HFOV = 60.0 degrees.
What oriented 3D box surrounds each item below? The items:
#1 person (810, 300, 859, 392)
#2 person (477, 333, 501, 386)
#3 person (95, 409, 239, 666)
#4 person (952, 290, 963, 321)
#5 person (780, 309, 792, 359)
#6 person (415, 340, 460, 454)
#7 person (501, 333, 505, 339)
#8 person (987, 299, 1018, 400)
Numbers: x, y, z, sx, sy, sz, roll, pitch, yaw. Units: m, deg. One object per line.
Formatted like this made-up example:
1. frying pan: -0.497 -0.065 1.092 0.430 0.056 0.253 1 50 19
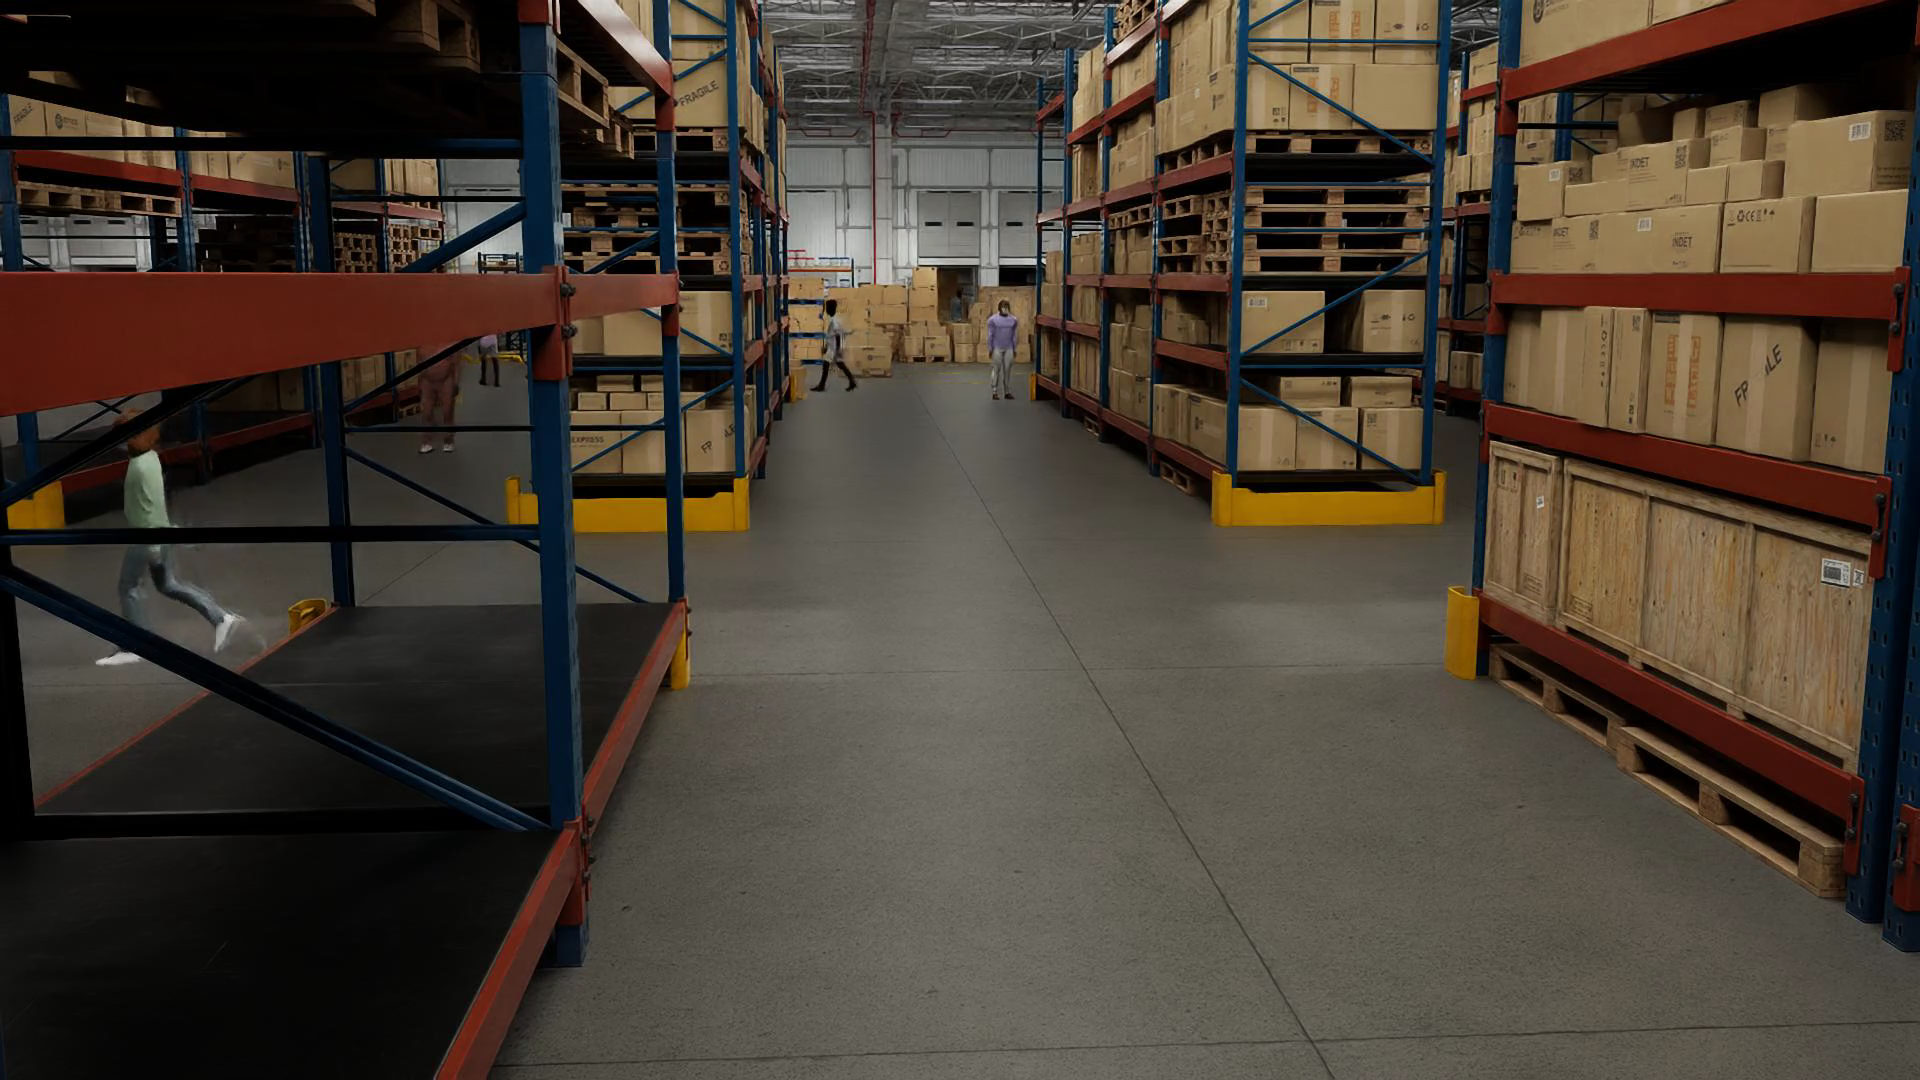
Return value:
1. person: -2.551 -3.987 34.195 1.007 1.923 0.607 -1 9 -3
2. person: -10.221 -4.260 36.059 0.573 1.874 1.050 -6 11 -34
3. person: -4.944 -0.023 10.292 0.773 1.597 0.508 -3 10 -18
4. person: -0.162 -7.763 57.901 0.794 1.912 0.641 -3 10 -20
5. person: -3.875 -4.190 36.182 0.554 1.680 0.552 1 9 6
6. person: -7.060 -2.096 22.425 0.651 1.883 0.772 0 9 -1
7. person: -17.523 -8.606 63.129 0.642 1.933 1.064 -8 12 -42
8. person: 0.831 -3.675 32.155 0.632 1.940 0.372 -4 10 -21
